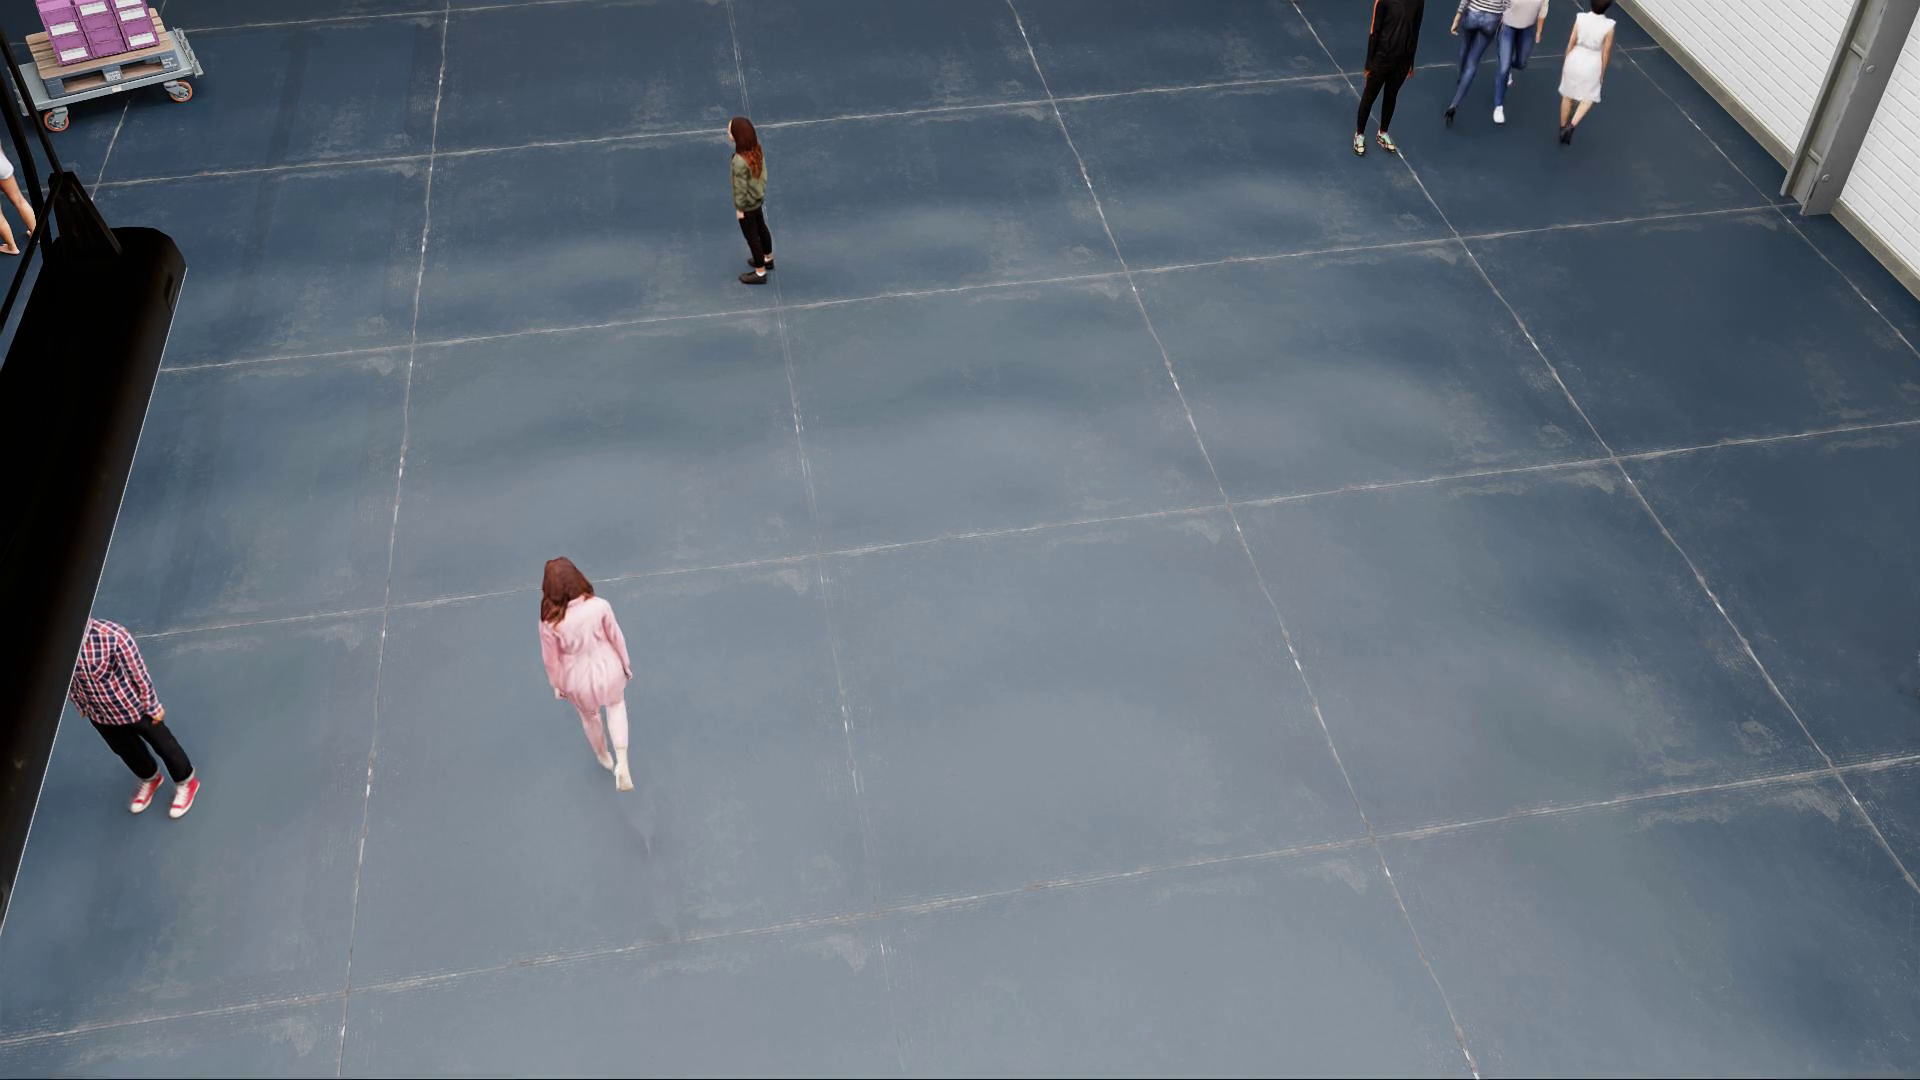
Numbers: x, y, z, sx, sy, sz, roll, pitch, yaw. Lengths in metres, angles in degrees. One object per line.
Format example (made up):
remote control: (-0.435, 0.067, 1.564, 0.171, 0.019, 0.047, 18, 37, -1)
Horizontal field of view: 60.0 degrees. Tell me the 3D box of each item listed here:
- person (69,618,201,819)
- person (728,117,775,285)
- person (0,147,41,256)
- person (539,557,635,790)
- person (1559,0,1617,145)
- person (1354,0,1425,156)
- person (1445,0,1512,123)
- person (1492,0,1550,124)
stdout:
person: (-4.833, 0.919, 9.576, 0.723, 1.759, 0.664, 1, 44, 1)
person: (-1.724, -2.811, 13.697, 0.697, 1.474, 0.551, 8, 44, 8)
person: (-8.190, -3.146, 13.952, 0.700, 1.608, 0.644, 27, 50, 26)
person: (-2.120, 0.846, 9.630, 0.713, 1.790, 0.862, -15, 46, -15)
person: (5.690, -4.292, 15.202, 0.791, 1.543, 0.851, 26, 49, 25)
person: (3.906, -4.391, 15.113, 0.619, 1.808, 0.523, -6, 44, -6)
person: (4.847, -4.719, 15.520, 1.053, 1.724, 1.220, 15, 46, 16)
person: (5.214, -4.834, 15.654, 0.776, 1.704, 1.045, 0, 44, 0)
